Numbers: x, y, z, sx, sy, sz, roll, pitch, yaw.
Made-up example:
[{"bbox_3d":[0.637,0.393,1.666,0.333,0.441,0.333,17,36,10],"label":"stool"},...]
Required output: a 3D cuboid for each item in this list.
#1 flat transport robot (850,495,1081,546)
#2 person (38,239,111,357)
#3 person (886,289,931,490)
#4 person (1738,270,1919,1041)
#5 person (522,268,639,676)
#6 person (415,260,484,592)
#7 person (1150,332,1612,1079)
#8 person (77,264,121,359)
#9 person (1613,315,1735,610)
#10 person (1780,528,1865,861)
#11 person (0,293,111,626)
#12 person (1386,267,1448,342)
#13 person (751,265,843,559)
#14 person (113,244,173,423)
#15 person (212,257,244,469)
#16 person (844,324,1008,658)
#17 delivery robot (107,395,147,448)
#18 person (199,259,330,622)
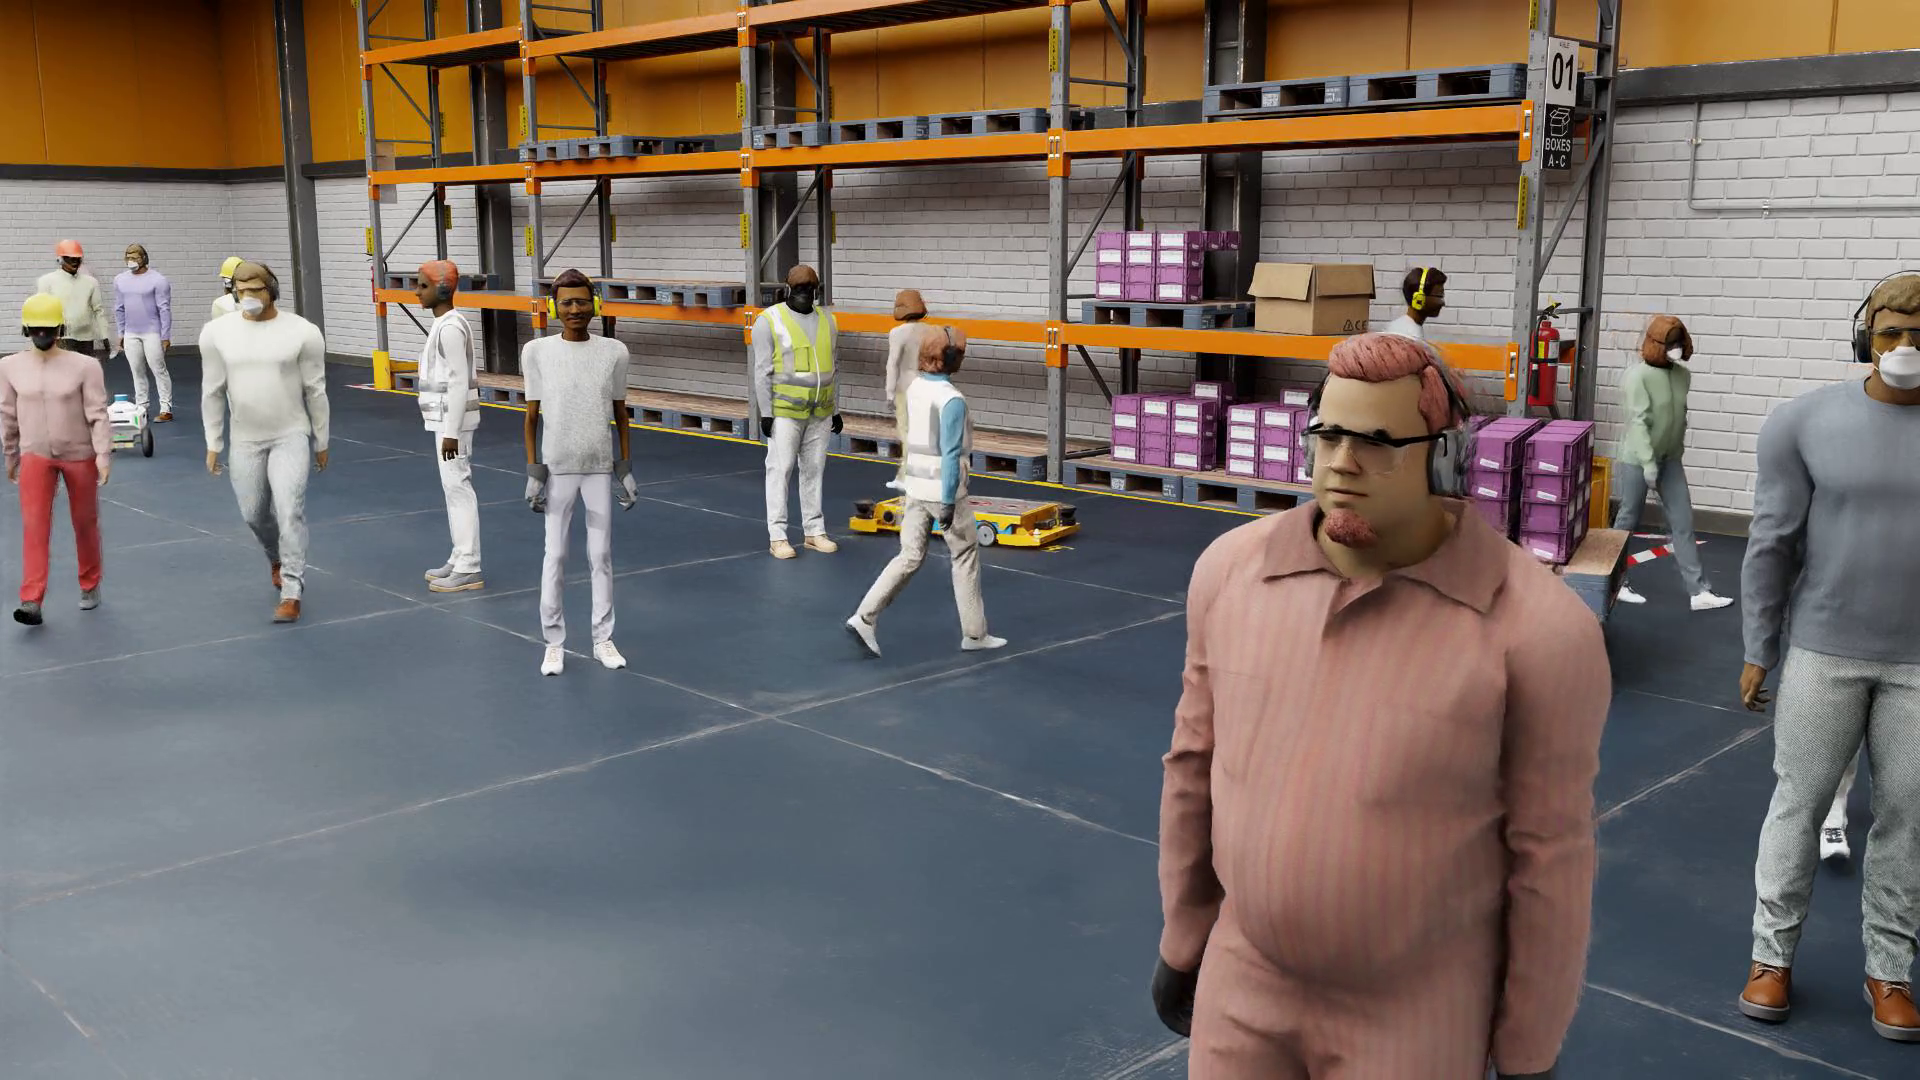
[{"bbox_3d":[0.032,-0.157,11.230,1.431,0.197,0.652,5,12,27],"label":"flat transport robot"},{"bbox_3d":[-9.014,-2.072,17.008,0.545,1.976,0.652,7,12,33],"label":"person"},{"bbox_3d":[-0.338,-1.155,13.021,0.706,1.607,0.503,9,14,41],"label":"person"},{"bbox_3d":[2.307,0.298,4.200,0.635,1.937,0.355,4,11,21],"label":"person"},{"bbox_3d":[-1.756,-0.313,7.715,0.521,1.873,0.335,-4,11,-21],"label":"person"},{"bbox_3d":[-2.925,-0.650,9.516,0.346,1.883,0.584,-4,11,-20],"label":"person"},{"bbox_3d":[0.604,0.632,2.495,0.659,1.892,0.621,8,13,39],"label":"person"},{"bbox_3d":[-13.745,-3.695,26.228,0.654,1.862,0.813,7,12,32],"label":"person"},{"bbox_3d":[3.789,-0.395,8.909,0.514,1.585,0.810,-5,12,-27],"label":"person"},{"bbox_3d":[2.938,0.246,5.398,0.513,1.590,0.812,3,11,17],"label":"person"},{"bbox_3d":[-4.735,-0.420,8.702,0.538,1.714,0.885,-3,11,-18],"label":"person"},{"bbox_3d":[2.517,-0.608,9.421,0.450,1.846,0.495,0,10,0],"label":"person"},{"bbox_3d":[-1.004,-0.811,10.527,0.619,1.839,0.430,-8,13,-37],"label":"person"},{"bbox_3d":[-8.814,-2.223,17.986,0.623,1.932,0.368,2,11,9],"label":"person"},{"bbox_3d":[-6.226,-1.529,14.440,0.404,1.837,0.590,5,12,27],"label":"person"},{"bbox_3d":[-0.162,-0.225,7.951,0.792,1.610,0.509,-6,12,-31],"label":"person"},{"bbox_3d":[-7.704,-1.094,15.307,0.477,0.478,0.707,-4,11,-20],"label":"delivery robot"},{"bbox_3d":[-3.701,-0.551,8.937,0.631,1.910,0.874,-3,11,-14],"label":"person"}]
